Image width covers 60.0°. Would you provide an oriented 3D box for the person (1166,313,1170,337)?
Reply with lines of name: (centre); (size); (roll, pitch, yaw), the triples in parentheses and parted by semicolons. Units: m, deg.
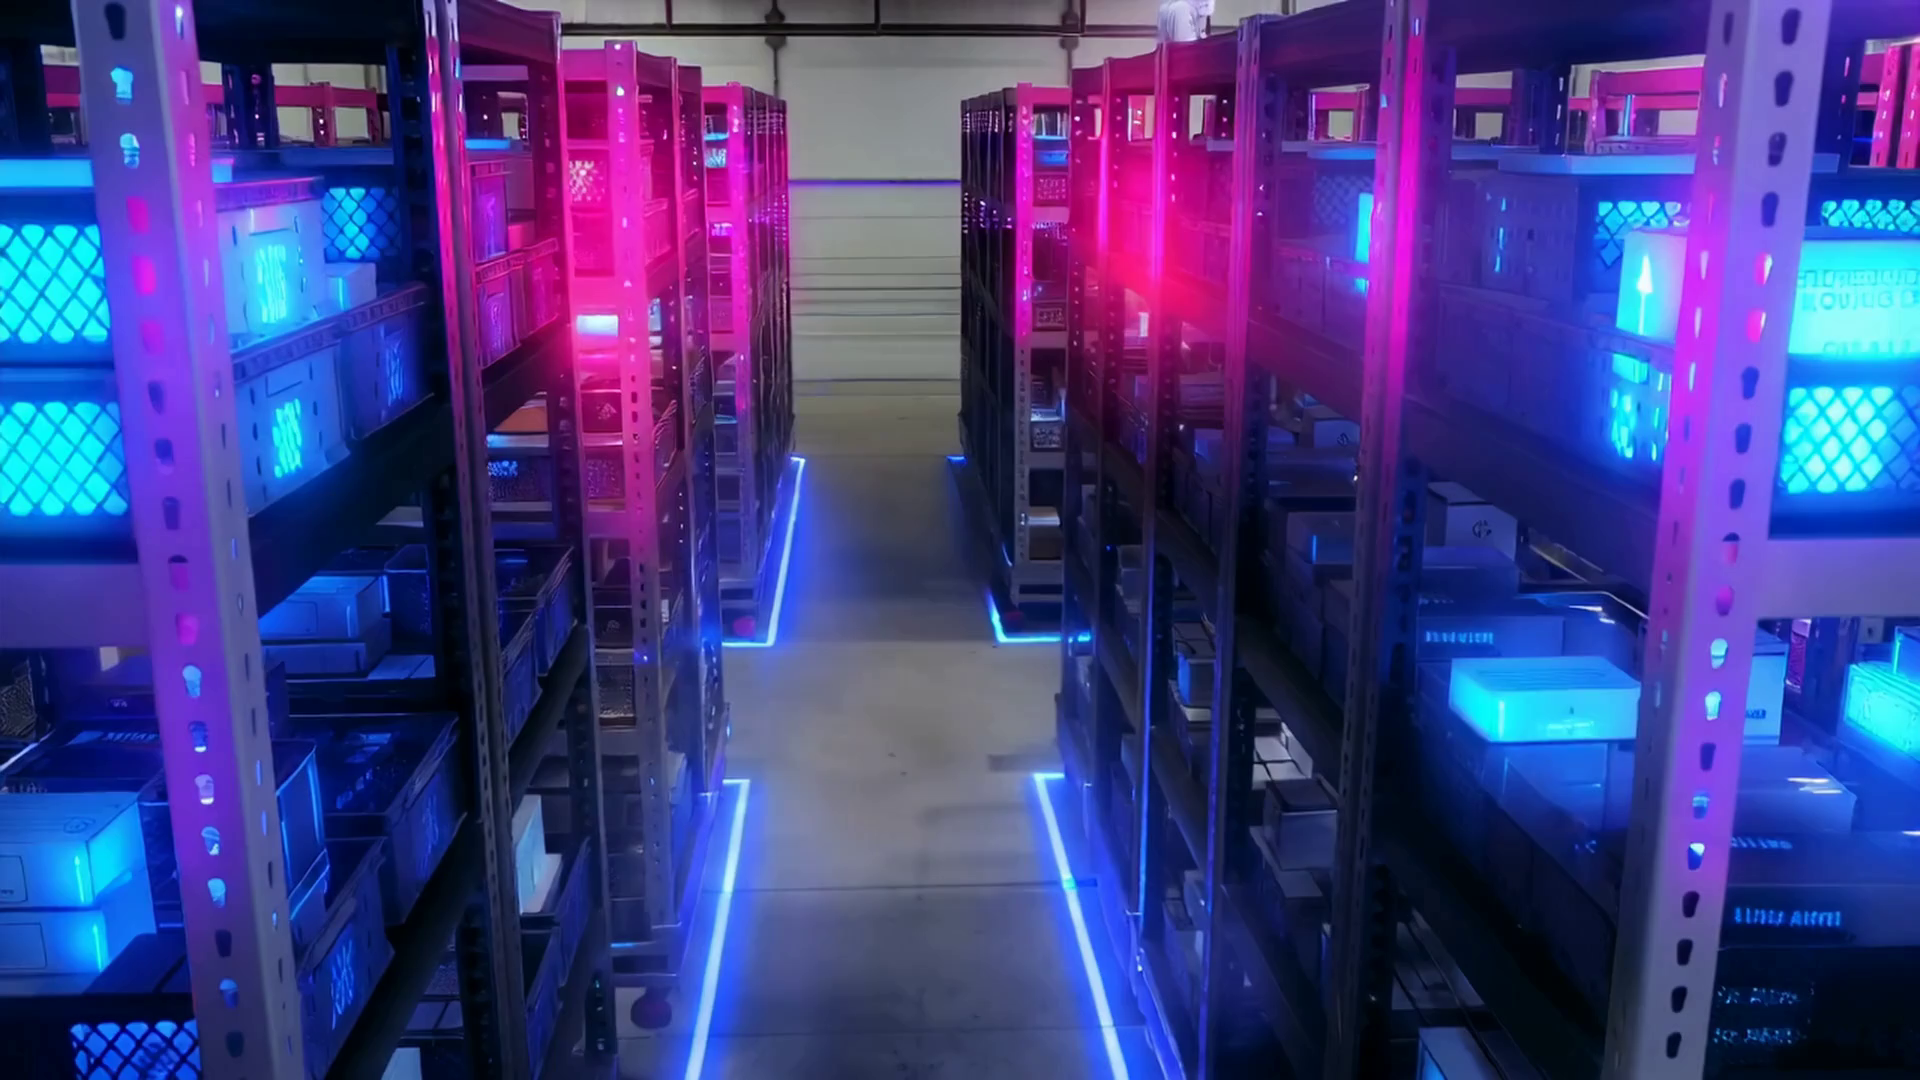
person: (2.557, -2.268, 19.143); (0.624, 1.829, 0.589); (-2, 14, -8)
